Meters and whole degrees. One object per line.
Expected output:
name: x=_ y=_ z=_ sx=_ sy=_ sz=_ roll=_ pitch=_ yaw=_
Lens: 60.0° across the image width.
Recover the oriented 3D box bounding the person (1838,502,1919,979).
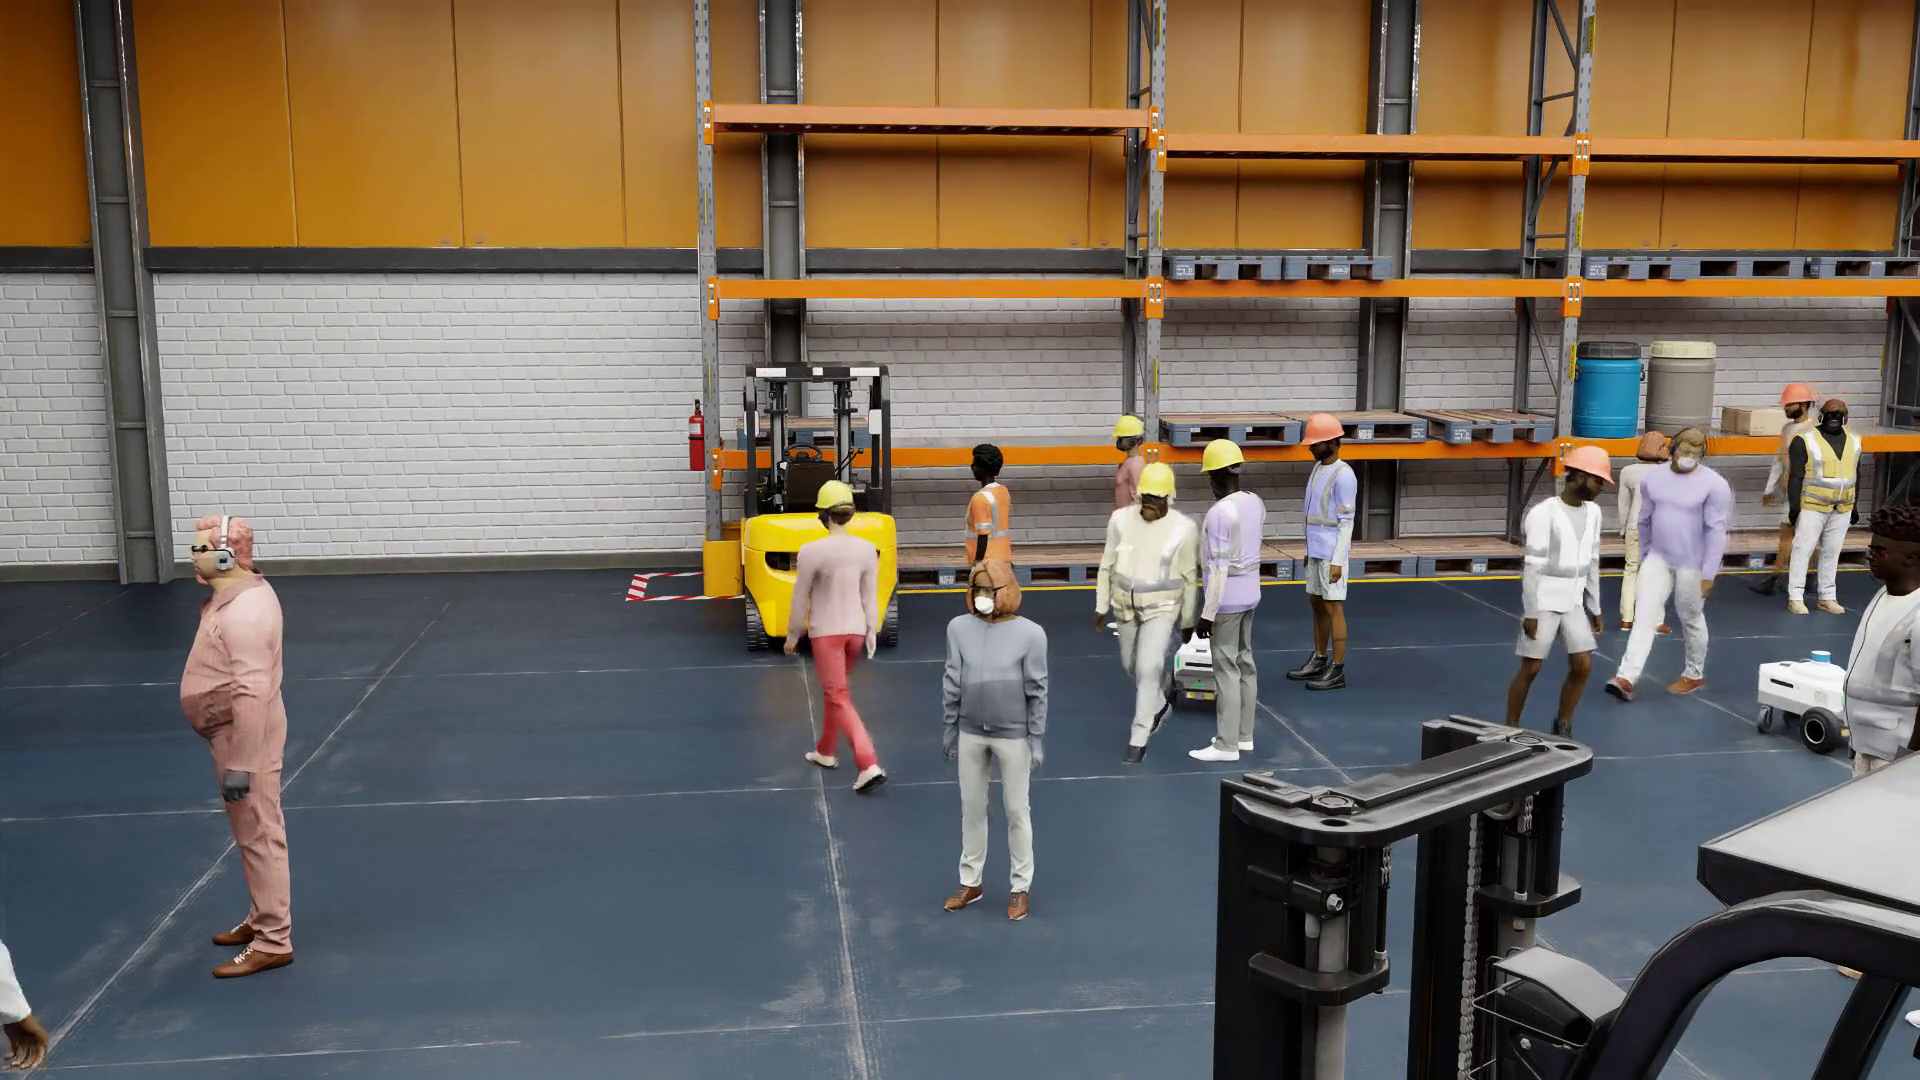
person: x=3.816 y=0.820 z=6.829 sx=0.367 sy=1.967 sz=0.602 roll=1 pitch=9 yaw=9

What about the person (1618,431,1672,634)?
person: x=5.533 y=-0.062 z=13.363 sx=0.500 sy=1.636 sz=0.283 roll=8 pitch=12 yaw=42

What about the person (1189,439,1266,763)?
person: x=1.574 y=0.362 z=9.848 sx=0.382 sy=1.917 sz=0.585 roll=6 pitch=11 yaw=34

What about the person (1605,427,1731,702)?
person: x=4.763 y=0.175 z=11.155 sx=1.019 sy=1.871 sz=0.666 roll=-7 pitch=12 yaw=-38

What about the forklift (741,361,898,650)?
forklift: x=-1.154 y=-0.340 z=13.365 sx=1.214 sy=2.155 sz=2.313 roll=-1 pitch=9 yaw=-7

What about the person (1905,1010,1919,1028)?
person: x=3.893 y=0.955 z=6.141 sx=0.370 sy=1.916 sz=0.597 roll=-4 pitch=10 yaw=-23

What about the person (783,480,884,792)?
person: x=-0.664 y=0.527 z=9.397 sx=0.523 sy=1.729 sz=0.868 roll=-8 pitch=12 yaw=-41

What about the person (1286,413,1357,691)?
person: x=2.526 y=0.080 z=11.570 sx=0.366 sy=1.930 sz=0.542 roll=-2 pitch=9 yaw=-13

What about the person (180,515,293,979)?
person: x=-2.994 y=0.840 z=6.893 sx=0.405 sy=1.910 sz=0.636 roll=-4 pitch=10 yaw=-21

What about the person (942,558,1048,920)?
person: x=0.150 y=0.886 z=7.465 sx=0.509 sy=1.629 sz=0.290 roll=4 pitch=10 yaw=24

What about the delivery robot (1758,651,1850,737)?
delivery robot: x=5.297 y=0.927 z=10.266 sx=0.477 sy=0.478 sz=0.707 roll=-3 pitch=10 yaw=-19

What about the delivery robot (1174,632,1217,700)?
delivery robot: x=1.647 y=0.788 z=11.134 sx=0.477 sy=0.478 sz=0.707 roll=3 pitch=9 yaw=15

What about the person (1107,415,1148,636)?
person: x=1.351 y=-0.114 z=13.290 sx=0.308 sy=1.769 sz=0.525 roll=0 pitch=9 yaw=-1

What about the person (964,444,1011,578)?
person: x=0.193 y=0.165 z=11.759 sx=0.315 sy=1.696 sz=0.541 roll=3 pitch=10 yaw=19

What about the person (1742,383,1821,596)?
person: x=7.361 y=-0.447 z=14.912 sx=0.807 sy=1.906 sz=0.561 roll=0 pitch=9 yaw=-2

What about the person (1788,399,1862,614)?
person: x=7.332 y=-0.280 z=14.099 sx=0.634 sy=1.839 sz=0.429 roll=-1 pitch=9 yaw=-5

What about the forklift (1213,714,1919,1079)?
forklift: x=1.441 y=1.425 z=2.350 sx=1.214 sy=2.155 sz=2.313 roll=-7 pitch=12 yaw=-39

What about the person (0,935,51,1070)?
person: x=-2.522 y=1.237 z=4.123 sx=0.955 sy=1.999 sz=0.602 roll=-1 pitch=9 yaw=-7

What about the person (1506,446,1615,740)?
person: x=3.551 y=0.385 z=9.814 sx=0.555 sy=1.898 sz=0.474 roll=-4 pitch=10 yaw=-24

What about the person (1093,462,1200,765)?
person: x=1.160 y=0.404 z=10.039 sx=0.609 sy=1.793 sz=0.831 roll=5 pitch=11 yaw=31
